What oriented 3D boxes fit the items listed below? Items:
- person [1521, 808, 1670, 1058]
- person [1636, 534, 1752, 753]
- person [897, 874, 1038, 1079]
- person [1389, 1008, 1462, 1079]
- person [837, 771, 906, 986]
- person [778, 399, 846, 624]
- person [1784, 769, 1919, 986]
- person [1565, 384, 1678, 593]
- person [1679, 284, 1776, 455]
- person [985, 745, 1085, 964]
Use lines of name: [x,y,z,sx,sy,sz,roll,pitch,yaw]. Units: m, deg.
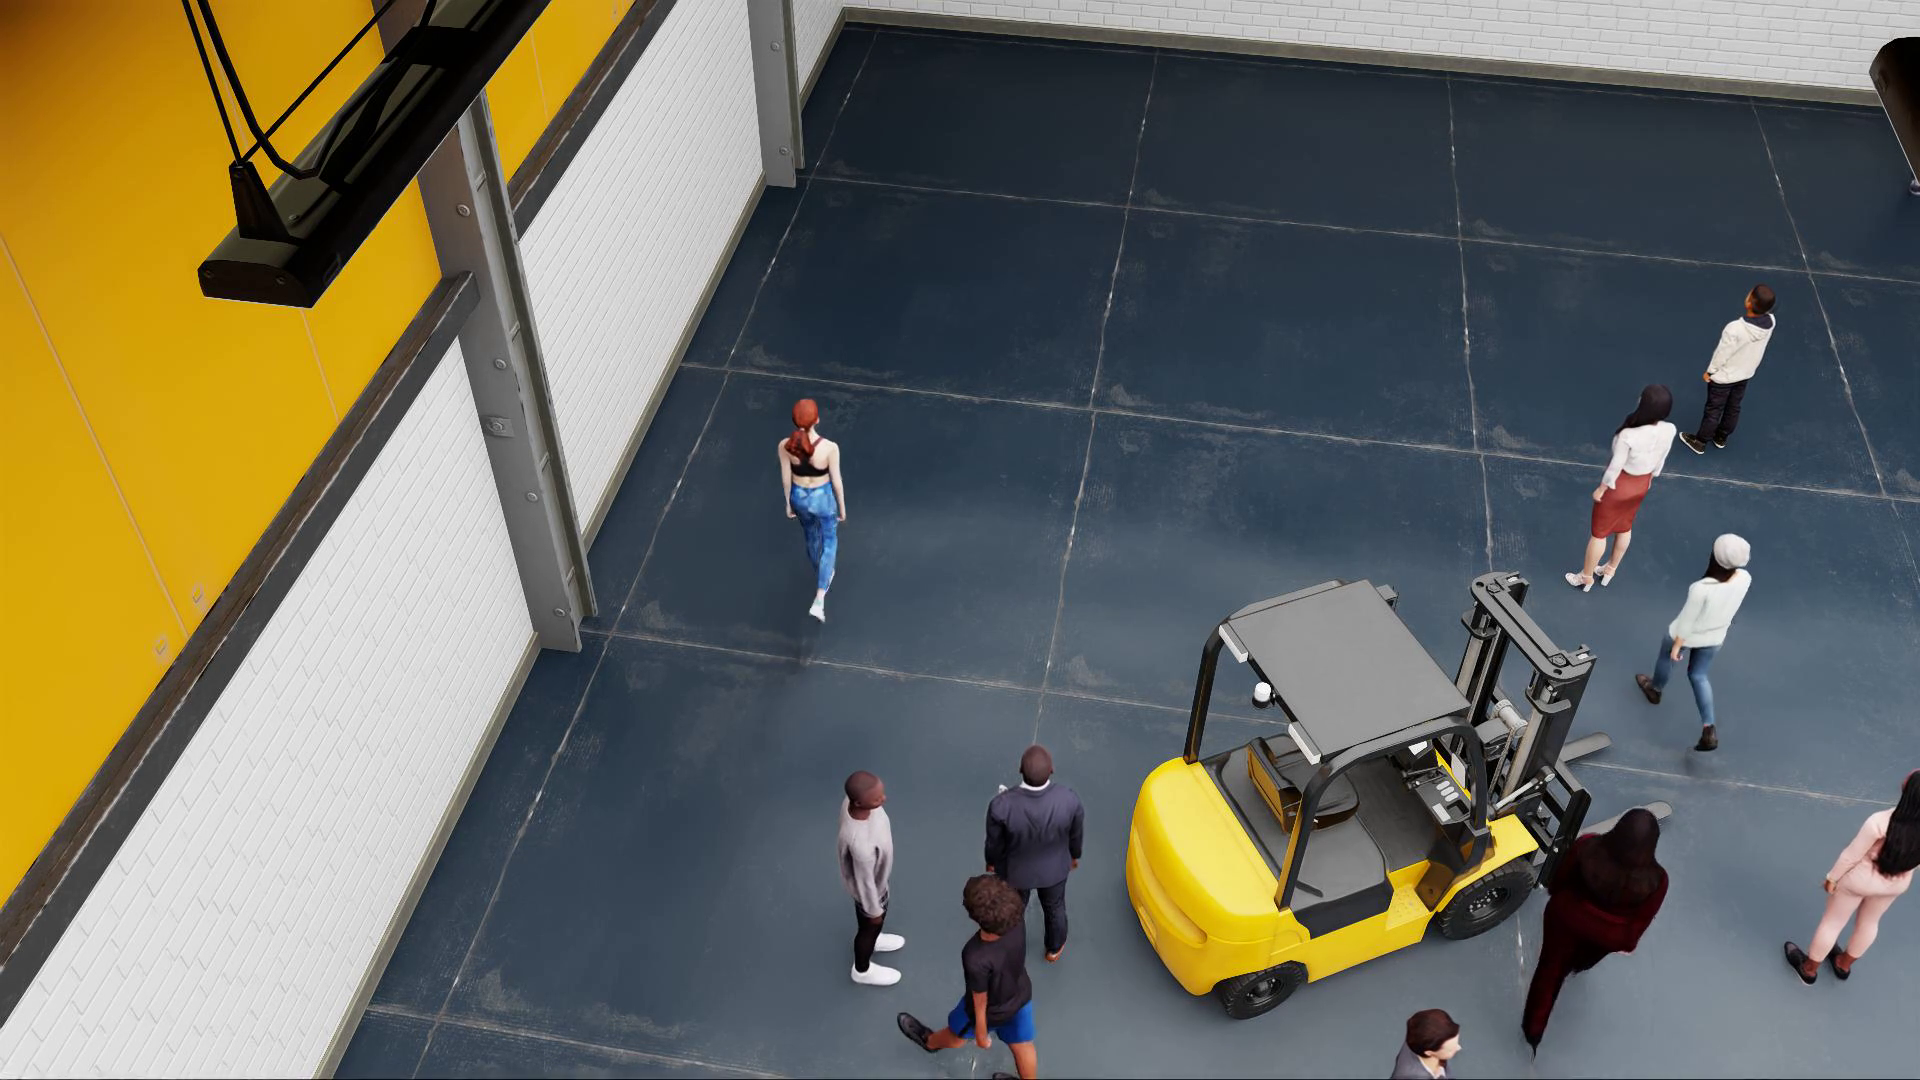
person: [3.284,2.066,8.714,0.898,1.718,1.175,22,48,21]
person: [4.615,0.640,10.281,0.868,1.622,1.124,-7,44,-8]
person: [0.260,2.349,8.386,1.002,1.760,1.114,29,51,27]
person: [2.110,2.777,7.933,0.680,1.767,0.466,10,44,10]
person: [-0.518,1.806,8.950,0.731,1.770,0.568,-2,44,-3]
person: [-0.987,-0.160,11.016,0.595,1.767,0.990,4,44,4]
person: [4.909,1.834,8.958,0.662,1.719,0.606,-2,44,-2]
person: [4.472,-0.336,11.212,0.668,1.751,0.670,-13,45,-14]
person: [5.774,-1.270,12.408,0.663,1.454,0.665,-13,45,-14]
person: [0.399,1.734,8.986,0.753,1.824,0.700,-3,44,-4]
